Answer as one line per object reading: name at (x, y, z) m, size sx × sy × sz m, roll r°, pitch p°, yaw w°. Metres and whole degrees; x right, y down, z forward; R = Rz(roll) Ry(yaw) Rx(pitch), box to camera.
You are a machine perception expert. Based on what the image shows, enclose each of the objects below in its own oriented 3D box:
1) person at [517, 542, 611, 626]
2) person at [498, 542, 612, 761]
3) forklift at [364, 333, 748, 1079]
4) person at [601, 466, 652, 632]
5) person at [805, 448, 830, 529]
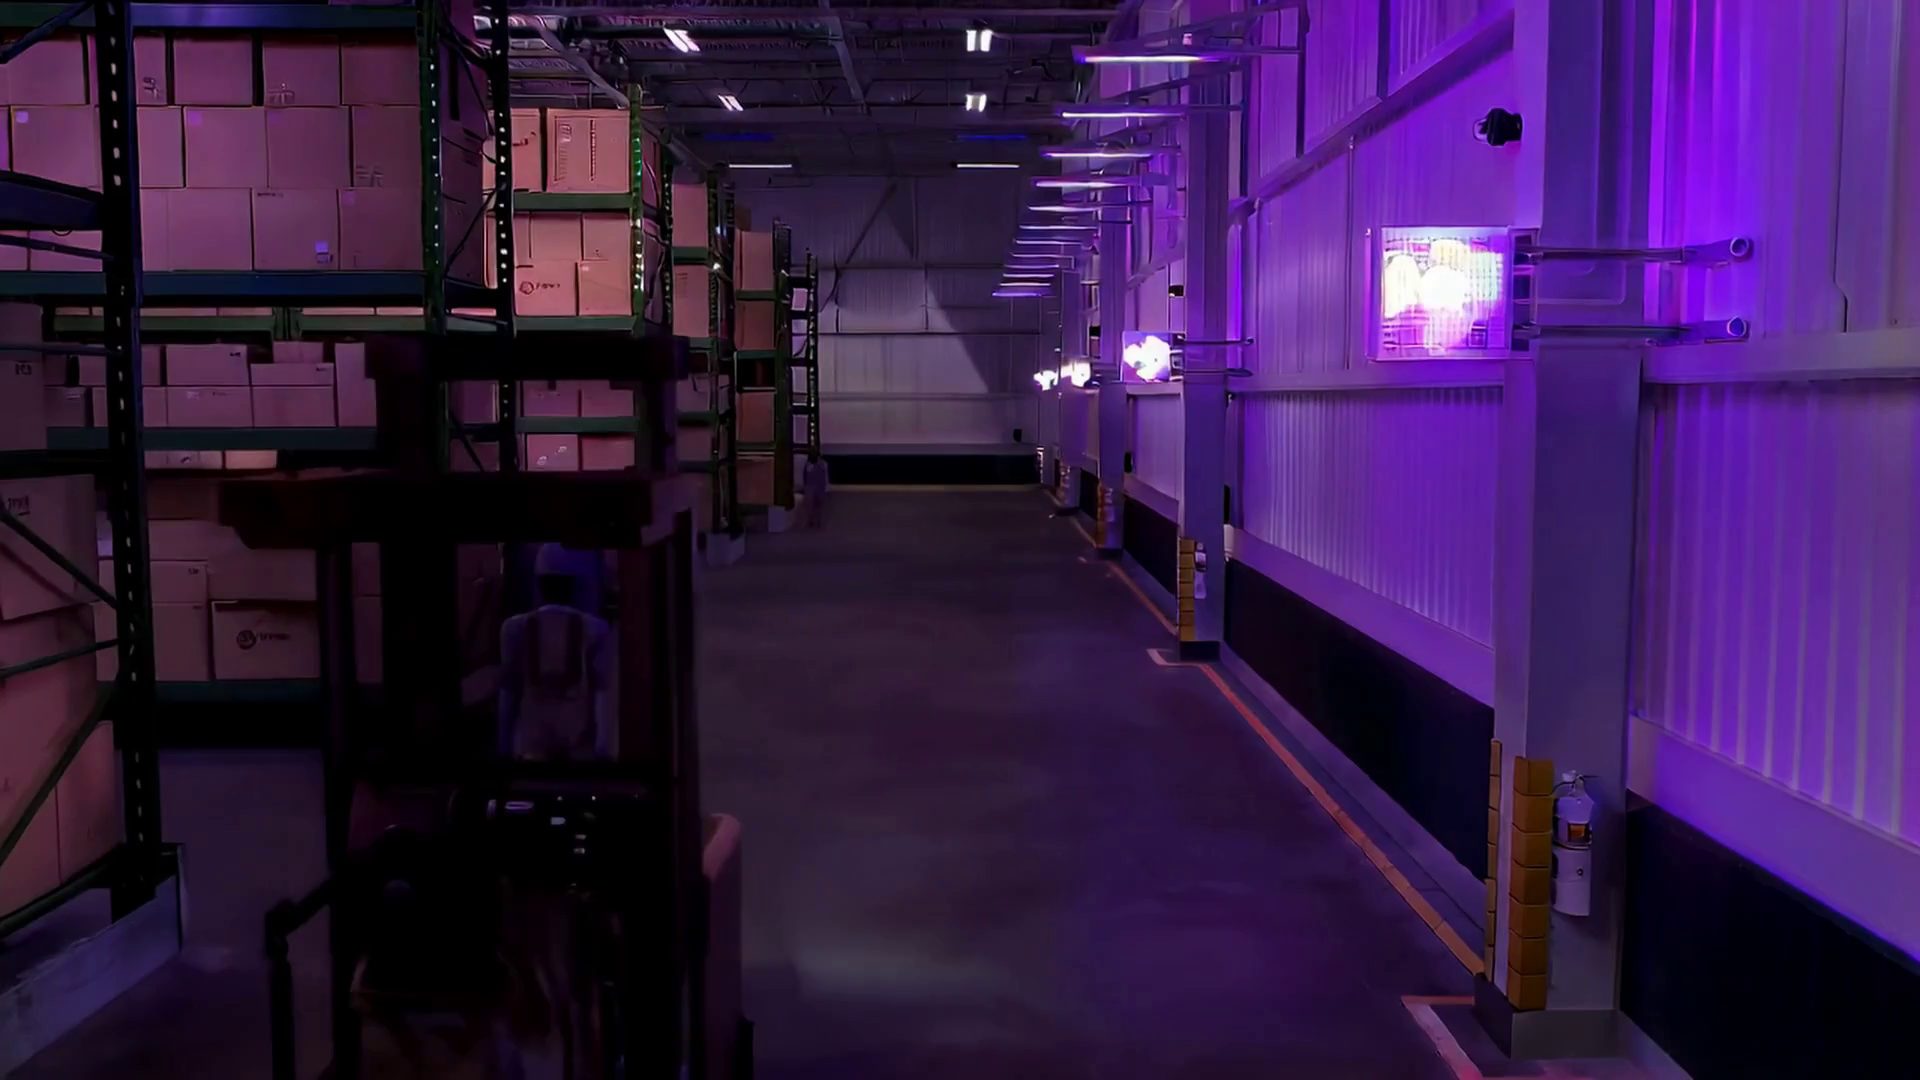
person at (-3.080, 0.571, 13.026) m, size 0.657 × 1.885 × 0.689 m, roll 0°, pitch 5°, yaw 5°
person at (-2.004, 0.964, 8.262) m, size 0.553 × 1.914 × 0.788 m, roll -1°, pitch 5°, yaw -13°
forklift at (-1.314, 0.745, 5.238) m, size 1.129 × 2.768 × 1.873 m, roll 0°, pitch 5°, yaw 0°
person at (-3.666, 0.147, 17.856) m, size 0.901 × 1.907 × 0.546 m, roll -3°, pitch 6°, yaw -30°
person at (-2.837, -1.022, 33.082) m, size 0.522 × 1.612 × 0.686 m, roll 0°, pitch 5°, yaw -1°
